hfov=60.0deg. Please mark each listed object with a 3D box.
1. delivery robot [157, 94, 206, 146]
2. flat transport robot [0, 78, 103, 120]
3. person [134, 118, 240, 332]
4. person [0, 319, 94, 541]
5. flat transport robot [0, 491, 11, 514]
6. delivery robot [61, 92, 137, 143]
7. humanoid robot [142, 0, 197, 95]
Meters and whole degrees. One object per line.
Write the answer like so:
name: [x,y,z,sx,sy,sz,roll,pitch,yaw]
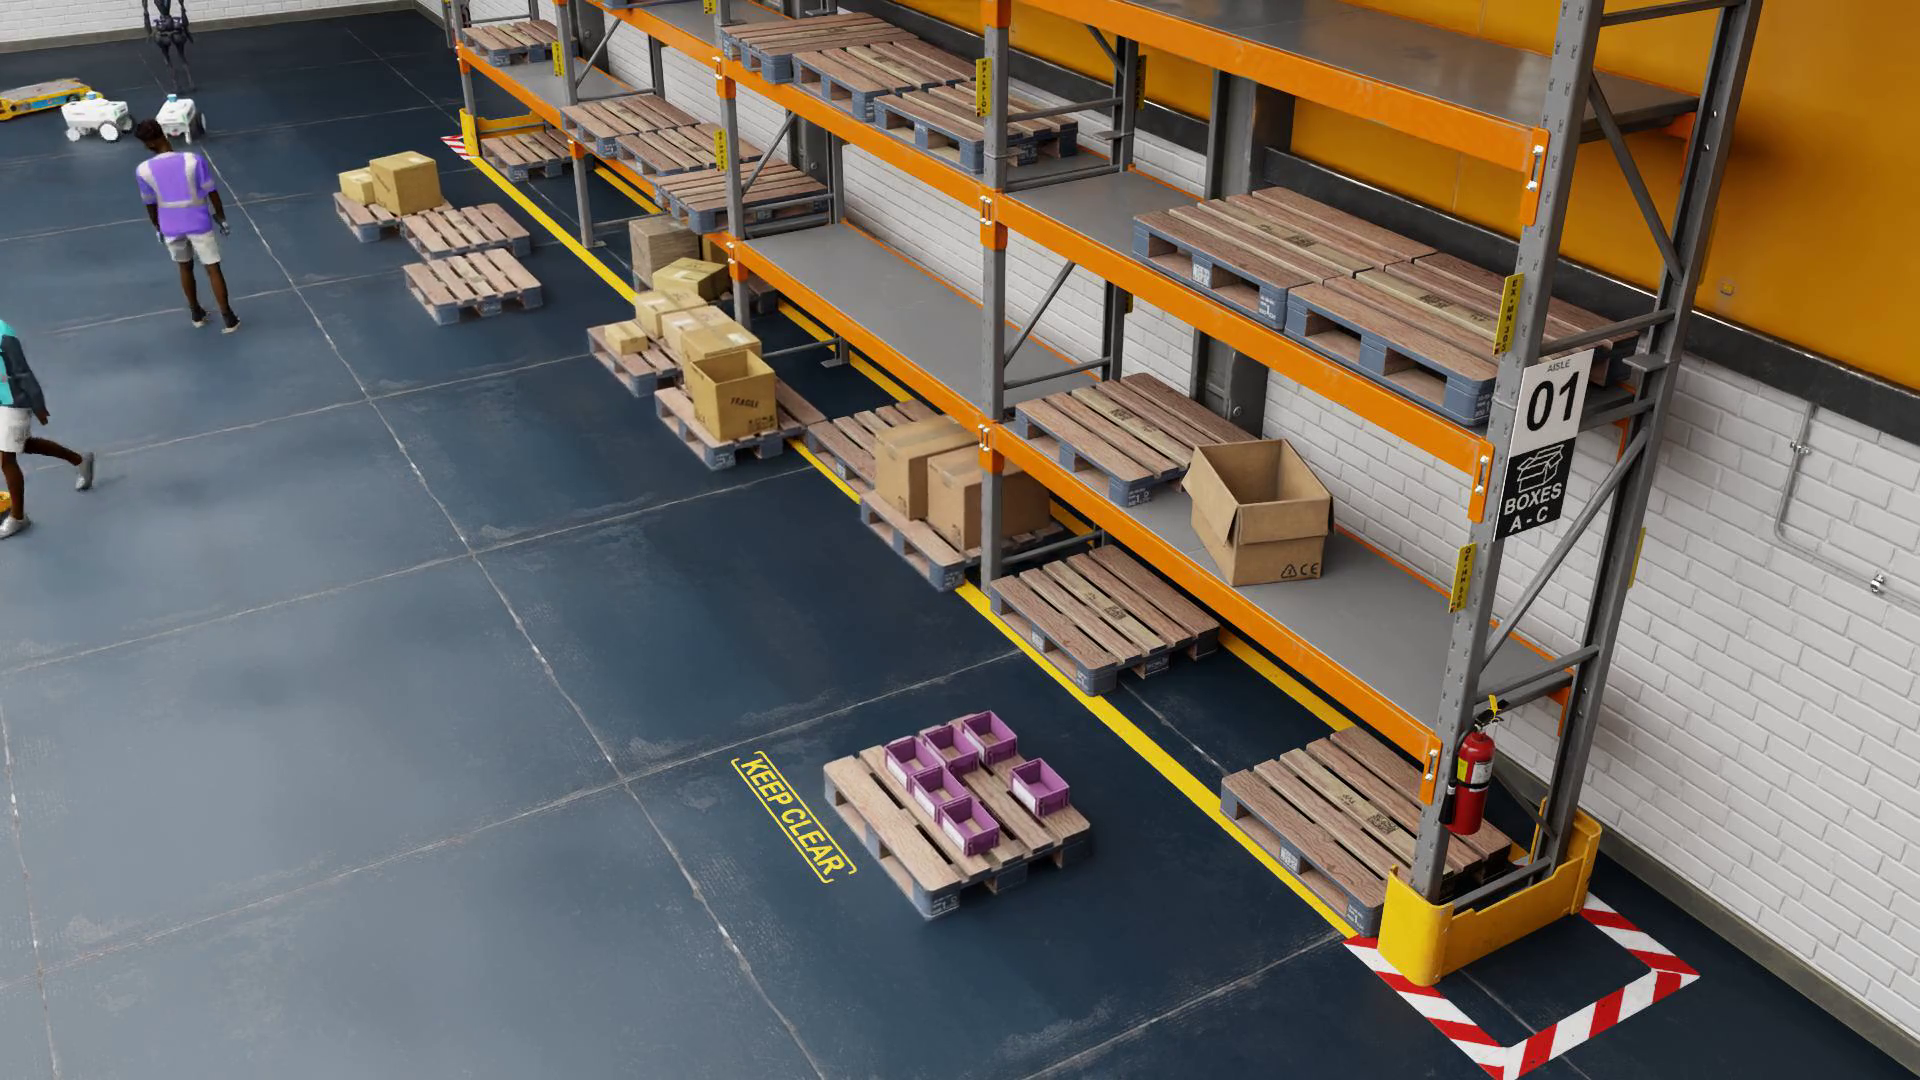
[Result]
delivery robot: [-9.644,-5.190,20.512,0.499,0.602,0.795,-7,30,-12]
flat transport robot: [-12.137,-5.796,21.864,0.659,0.231,1.431,21,36,32]
person: [-6.927,-2.815,14.919,0.655,1.924,0.457,-5,30,-8]
person: [-6.734,-1.033,11.813,0.567,1.894,0.926,14,33,24]
flat transport robot: [-7.468,-0.050,11.719,0.659,0.231,1.431,8,30,14]
delivery robot: [-10.656,-5.224,20.583,0.807,0.613,0.499,1,30,1]
humanoid robot: [-10.578,-6.792,22.192,0.612,1.656,0.323,-26,38,-37]
